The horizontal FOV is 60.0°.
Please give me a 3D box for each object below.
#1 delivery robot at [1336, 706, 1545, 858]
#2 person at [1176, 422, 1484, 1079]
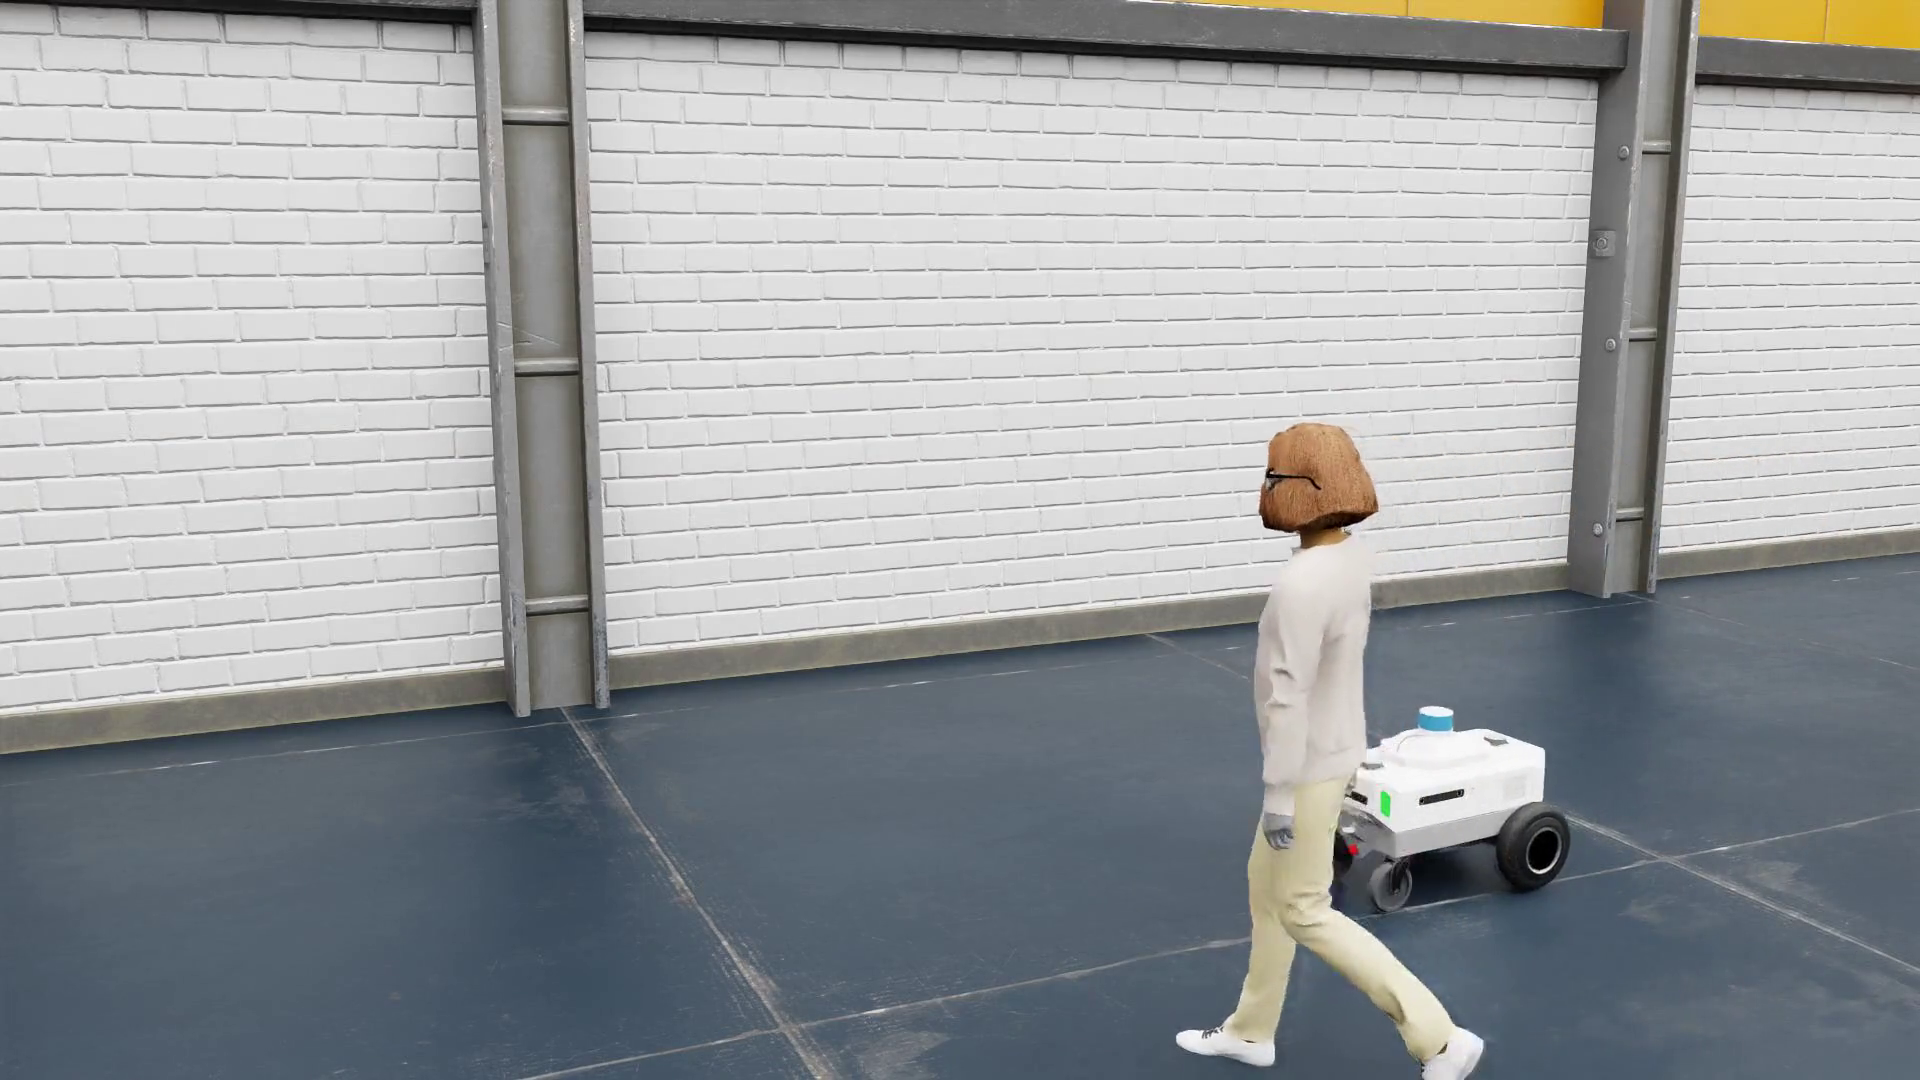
[{"bbox_3d":[1.481,0.767,5.214,0.707,0.478,0.477,-5,12,-27],"label":"delivery robot"},{"bbox_3d":[0.868,0.534,3.854,0.704,1.612,0.504,5,12,27],"label":"person"}]
